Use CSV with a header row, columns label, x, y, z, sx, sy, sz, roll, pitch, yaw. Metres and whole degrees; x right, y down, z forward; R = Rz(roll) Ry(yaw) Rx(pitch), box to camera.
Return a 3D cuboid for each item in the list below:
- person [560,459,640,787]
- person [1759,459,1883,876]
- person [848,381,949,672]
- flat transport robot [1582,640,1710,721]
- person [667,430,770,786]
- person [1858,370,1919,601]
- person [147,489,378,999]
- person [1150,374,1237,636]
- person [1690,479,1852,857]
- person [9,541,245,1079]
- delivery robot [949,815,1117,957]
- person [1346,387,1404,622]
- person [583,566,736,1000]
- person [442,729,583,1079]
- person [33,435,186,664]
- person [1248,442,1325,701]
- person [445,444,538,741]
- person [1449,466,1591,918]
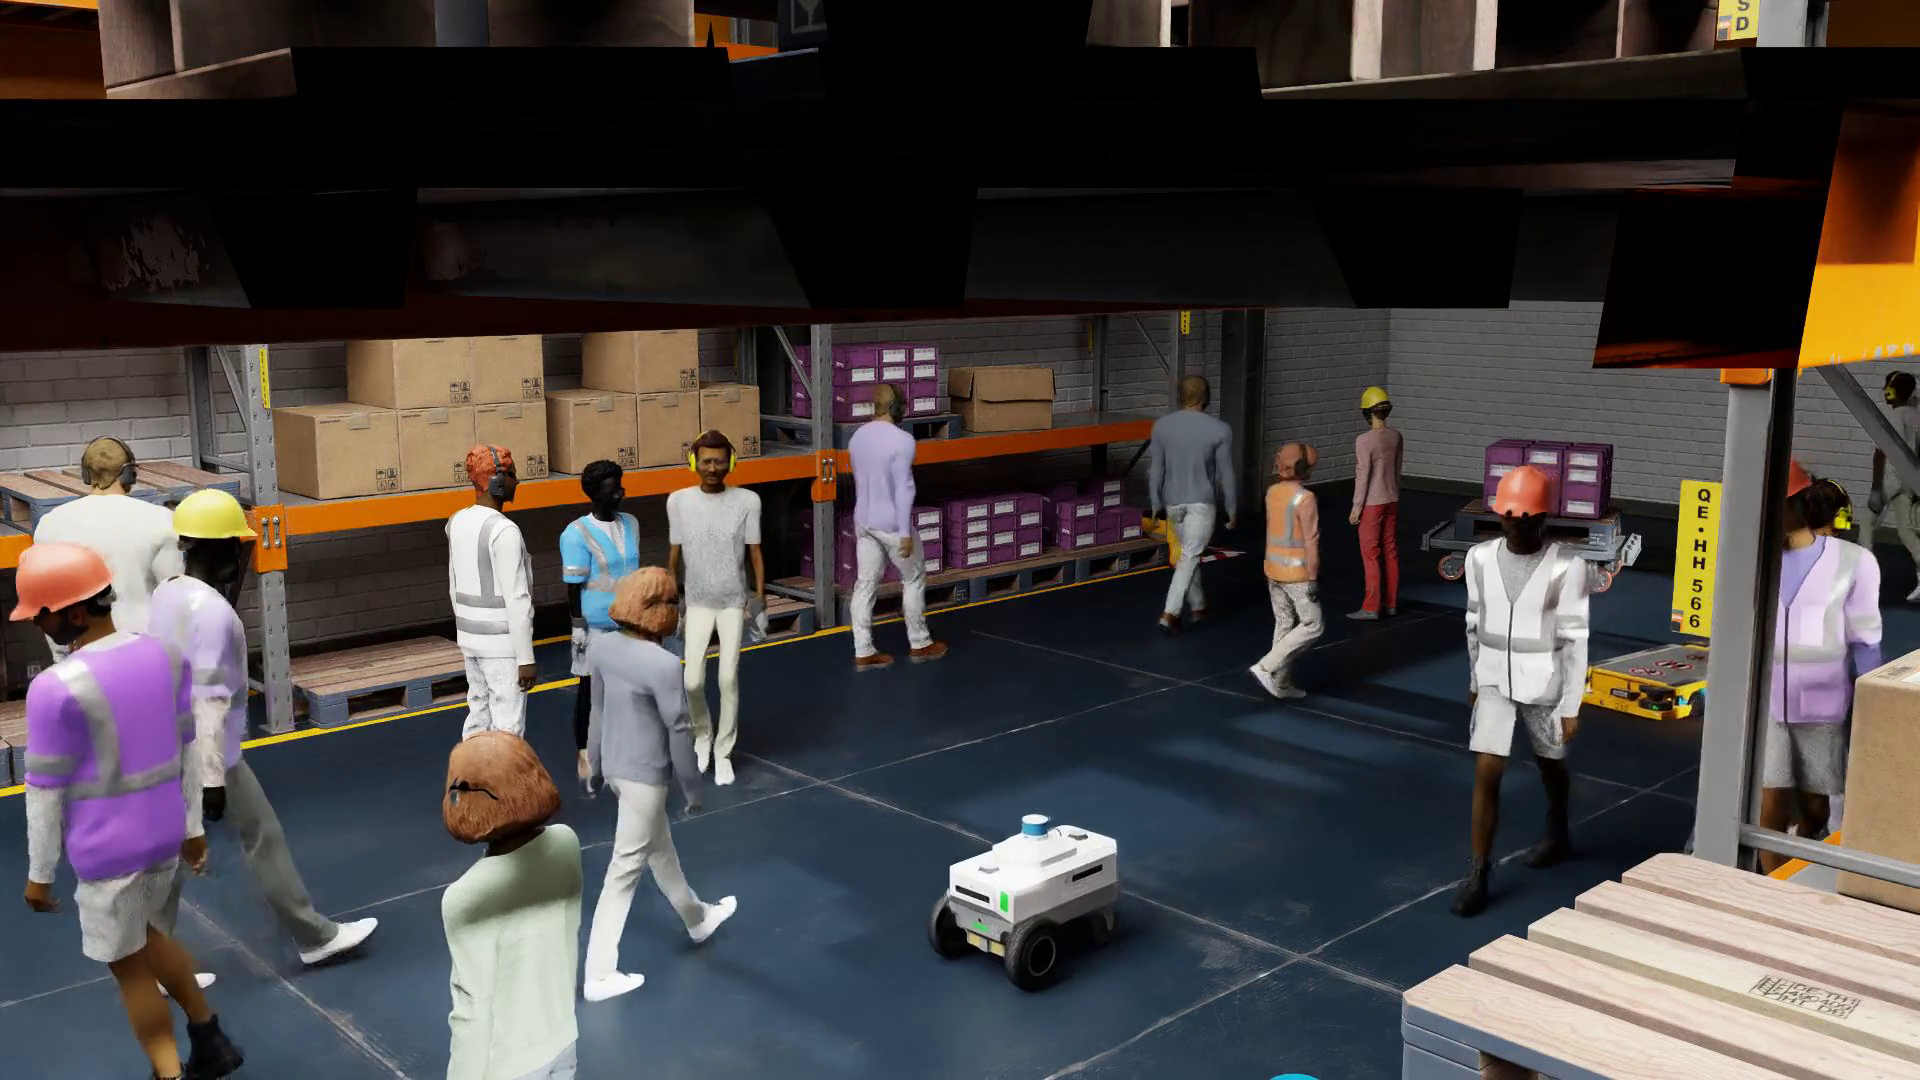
label,x,y,z,sx,sy,sz,roll,pitch,yaw
person,-1.840,0.421,8.680,0.316,1.695,0.542,6,11,30
person,3.307,0.631,6.622,0.644,1.982,0.897,6,11,32
person,-0.403,-0.099,11.088,0.832,1.910,0.661,-9,13,-42
flat transport robot,4.457,0.855,10.309,1.431,0.197,0.652,-7,12,-35
person,-1.246,0.353,8.605,0.528,1.856,0.378,-1,10,-8
person,7.527,-0.438,13.326,0.529,1.837,0.936,-2,10,-11
person,-2.709,0.747,6.214,0.954,1.878,0.607,-9,13,-44
person,1.682,-0.267,12.152,0.647,1.898,1.010,6,12,33
person,3.582,0.633,7.140,0.969,1.814,0.481,-4,10,-21
person,-2.588,0.929,5.124,0.405,1.897,0.581,3,10,17
delivery robot,0.293,1.317,6.496,0.477,0.478,0.707,9,13,44
person,3.115,-0.268,12.516,0.528,1.765,0.327,-8,12,-38
person,-1.124,0.881,6.286,0.846,1.585,0.507,-9,13,-43
person,-1.073,1.250,4.013,0.288,1.634,0.499,3,10,16
person,-3.804,0.493,7.553,0.635,1.936,0.353,-2,10,-9
person,1.971,0.215,10.082,0.435,1.626,0.565,-3,10,-19
person,-2.135,0.497,7.692,0.573,1.883,0.356,9,14,44
person,2.440,0.596,7.143,0.550,1.884,1.031,8,12,38
